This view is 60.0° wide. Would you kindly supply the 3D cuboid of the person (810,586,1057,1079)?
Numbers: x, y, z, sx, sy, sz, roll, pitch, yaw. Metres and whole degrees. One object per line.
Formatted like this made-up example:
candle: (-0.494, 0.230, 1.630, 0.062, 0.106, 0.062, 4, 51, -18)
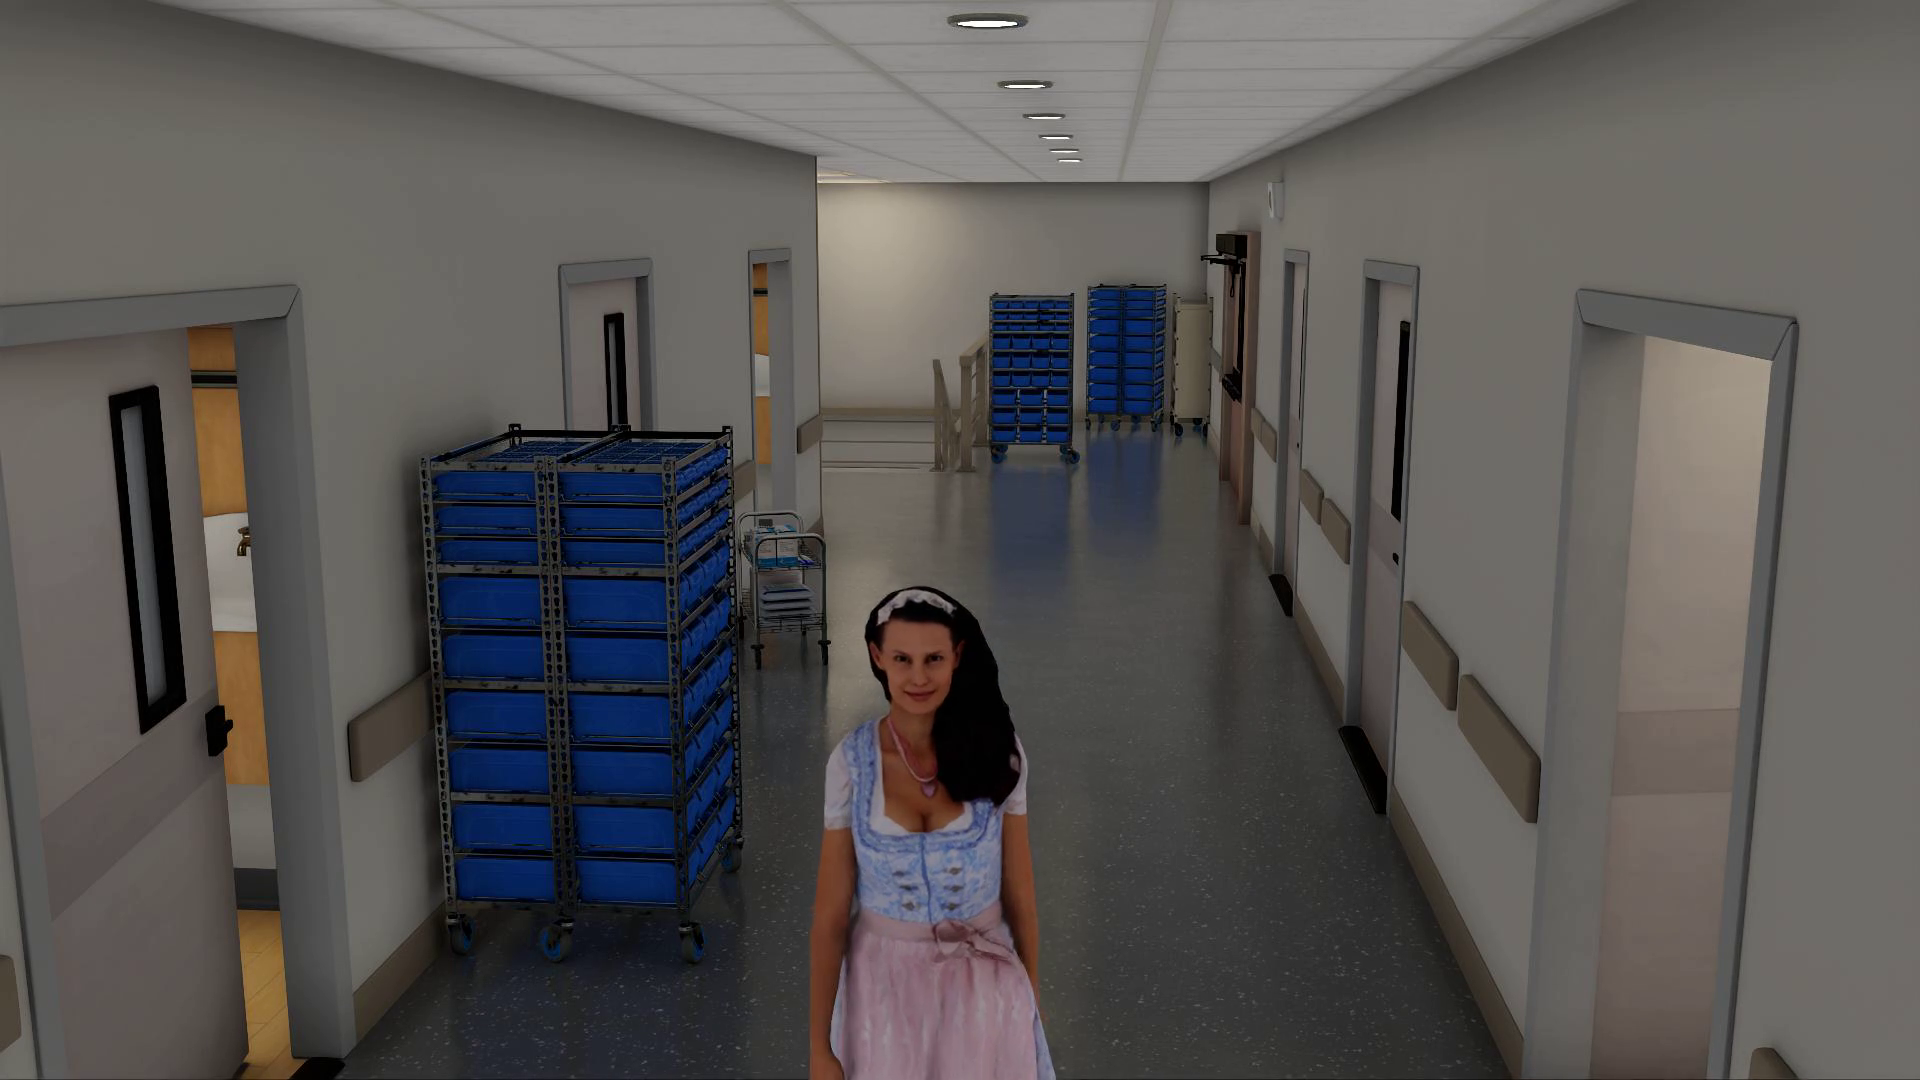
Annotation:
person: (-0.055, 0.968, 3.351, 0.657, 1.785, 0.849, 1, 11, 3)
